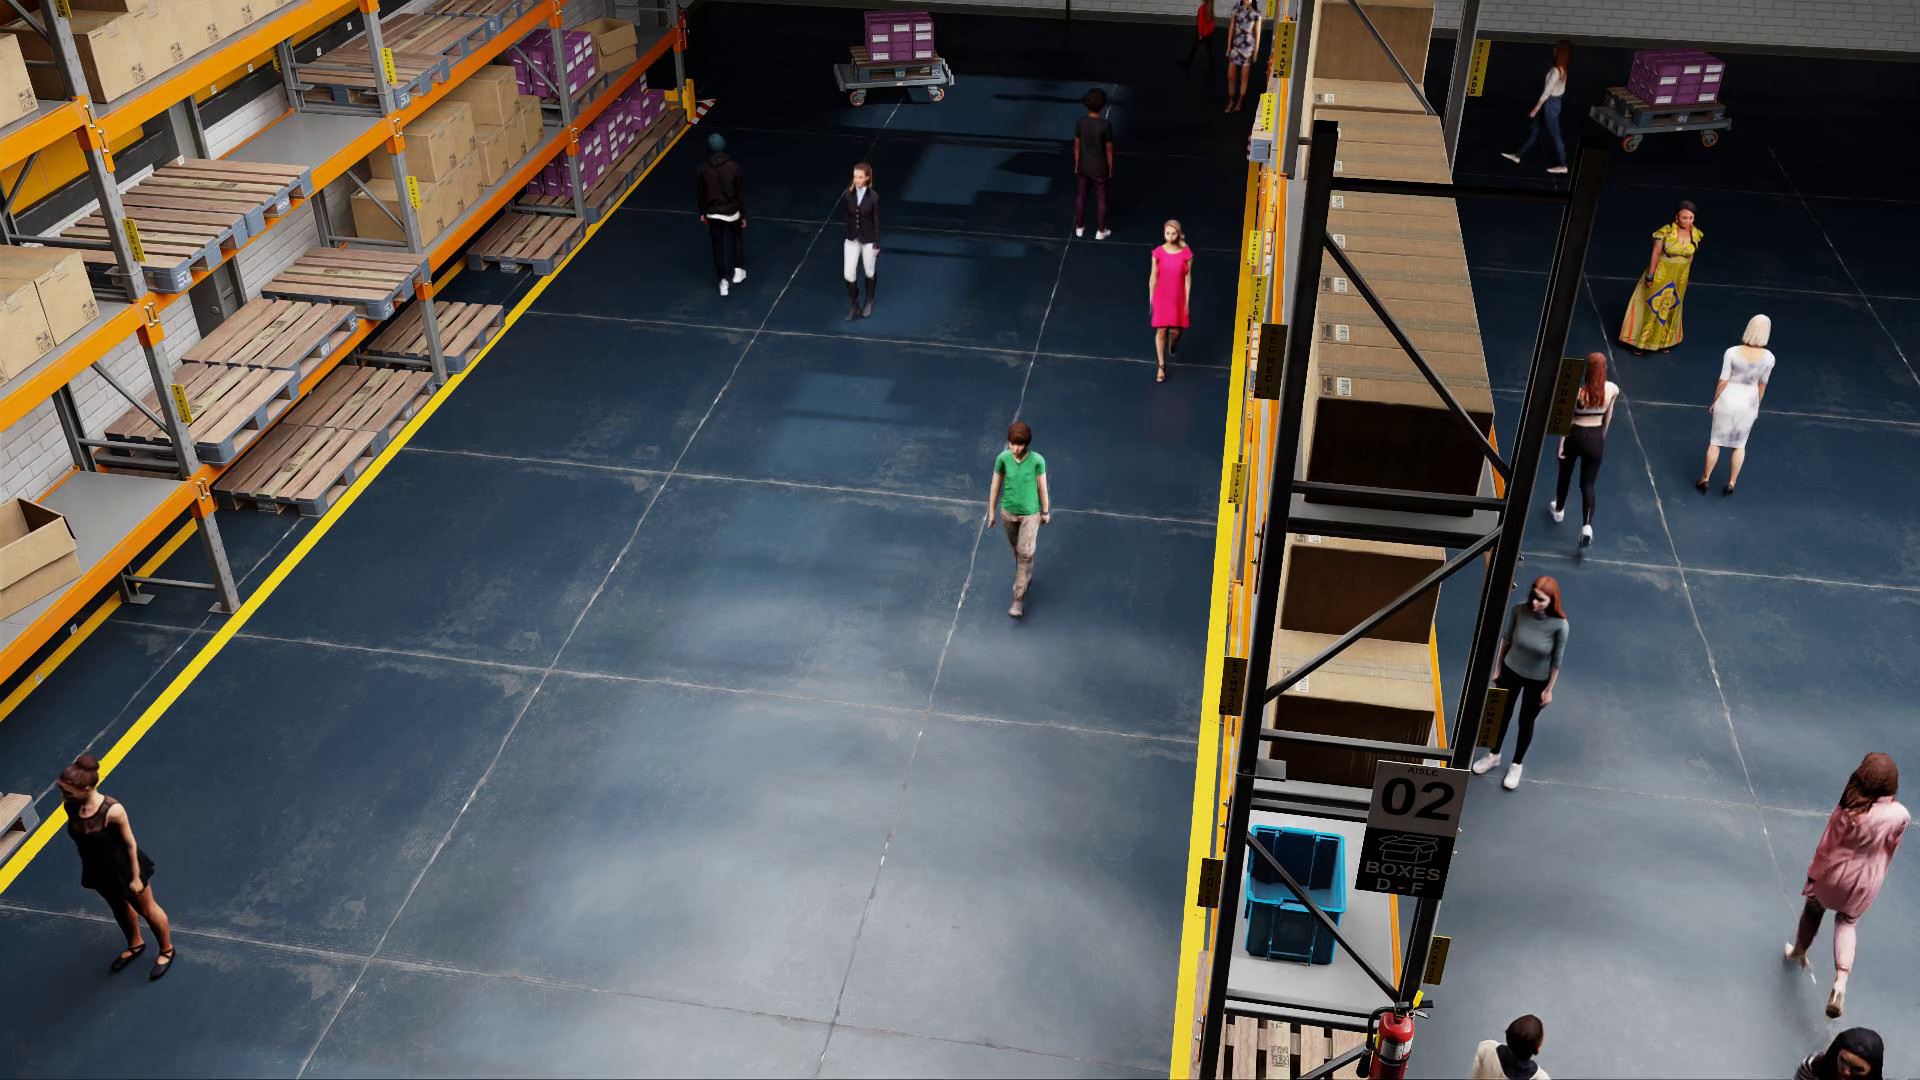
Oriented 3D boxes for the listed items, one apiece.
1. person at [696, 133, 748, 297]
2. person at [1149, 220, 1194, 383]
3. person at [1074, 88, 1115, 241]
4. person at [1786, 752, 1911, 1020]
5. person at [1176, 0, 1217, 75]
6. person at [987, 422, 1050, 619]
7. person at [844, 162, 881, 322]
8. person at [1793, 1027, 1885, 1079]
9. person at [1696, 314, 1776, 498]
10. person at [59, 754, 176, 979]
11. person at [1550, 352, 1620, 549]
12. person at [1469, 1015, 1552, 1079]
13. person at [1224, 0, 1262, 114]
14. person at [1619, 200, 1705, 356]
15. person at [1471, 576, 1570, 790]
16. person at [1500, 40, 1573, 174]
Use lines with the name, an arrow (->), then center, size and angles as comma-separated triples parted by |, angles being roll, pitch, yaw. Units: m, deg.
person -> -2.603, -3.533, 18.195 | 0.789, 1.803, 0.867 | -2, 34, -3
person -> 2.106, -2.421, 16.603 | 0.588, 1.712, 0.766 | 5, 34, 8
person -> 1.564, -4.426, 19.558 | 0.661, 1.780, 0.610 | 12, 35, 17
person -> 5.248, 2.069, 9.791 | 0.605, 1.775, 0.972 | 6, 34, 8
person -> 3.684, -7.532, 24.707 | 0.831, 1.253, 0.870 | 27, 42, 34
person -> 0.509, -0.269, 13.445 | 0.706, 1.625, 0.999 | 11, 35, 15
person -> -1.016, -3.212, 17.787 | 0.596, 1.719, 0.689 | 8, 34, 12
person -> 4.338, 3.030, 8.345 | 0.736, 1.776, 0.764 | 26, 41, 33
person -> 6.872, -1.183, 14.706 | 0.592, 1.750, 0.555 | 10, 35, 15
person -> -5.105, 1.956, 10.048 | 0.599, 1.680, 0.594 | 10, 35, 15
person -> 5.305, -0.749, 14.083 | 0.693, 1.717, 1.134 | 1, 34, 2
person -> 2.797, 3.014, 8.661 | 0.652, 1.452, 0.668 | 27, 42, 34
person -> 3.989, -6.886, 23.311 | 0.690, 1.723, 0.735 | 13, 36, 19
person -> 7.267, -2.708, 17.083 | 0.952, 1.660, 0.912 | -4, 34, -6
person -> 3.901, 0.965, 11.482 | 0.670, 1.742, 0.692 | 28, 42, 35
person -> 7.636, -5.487, 21.242 | 0.842, 1.683, 1.113 | 15, 36, 21
